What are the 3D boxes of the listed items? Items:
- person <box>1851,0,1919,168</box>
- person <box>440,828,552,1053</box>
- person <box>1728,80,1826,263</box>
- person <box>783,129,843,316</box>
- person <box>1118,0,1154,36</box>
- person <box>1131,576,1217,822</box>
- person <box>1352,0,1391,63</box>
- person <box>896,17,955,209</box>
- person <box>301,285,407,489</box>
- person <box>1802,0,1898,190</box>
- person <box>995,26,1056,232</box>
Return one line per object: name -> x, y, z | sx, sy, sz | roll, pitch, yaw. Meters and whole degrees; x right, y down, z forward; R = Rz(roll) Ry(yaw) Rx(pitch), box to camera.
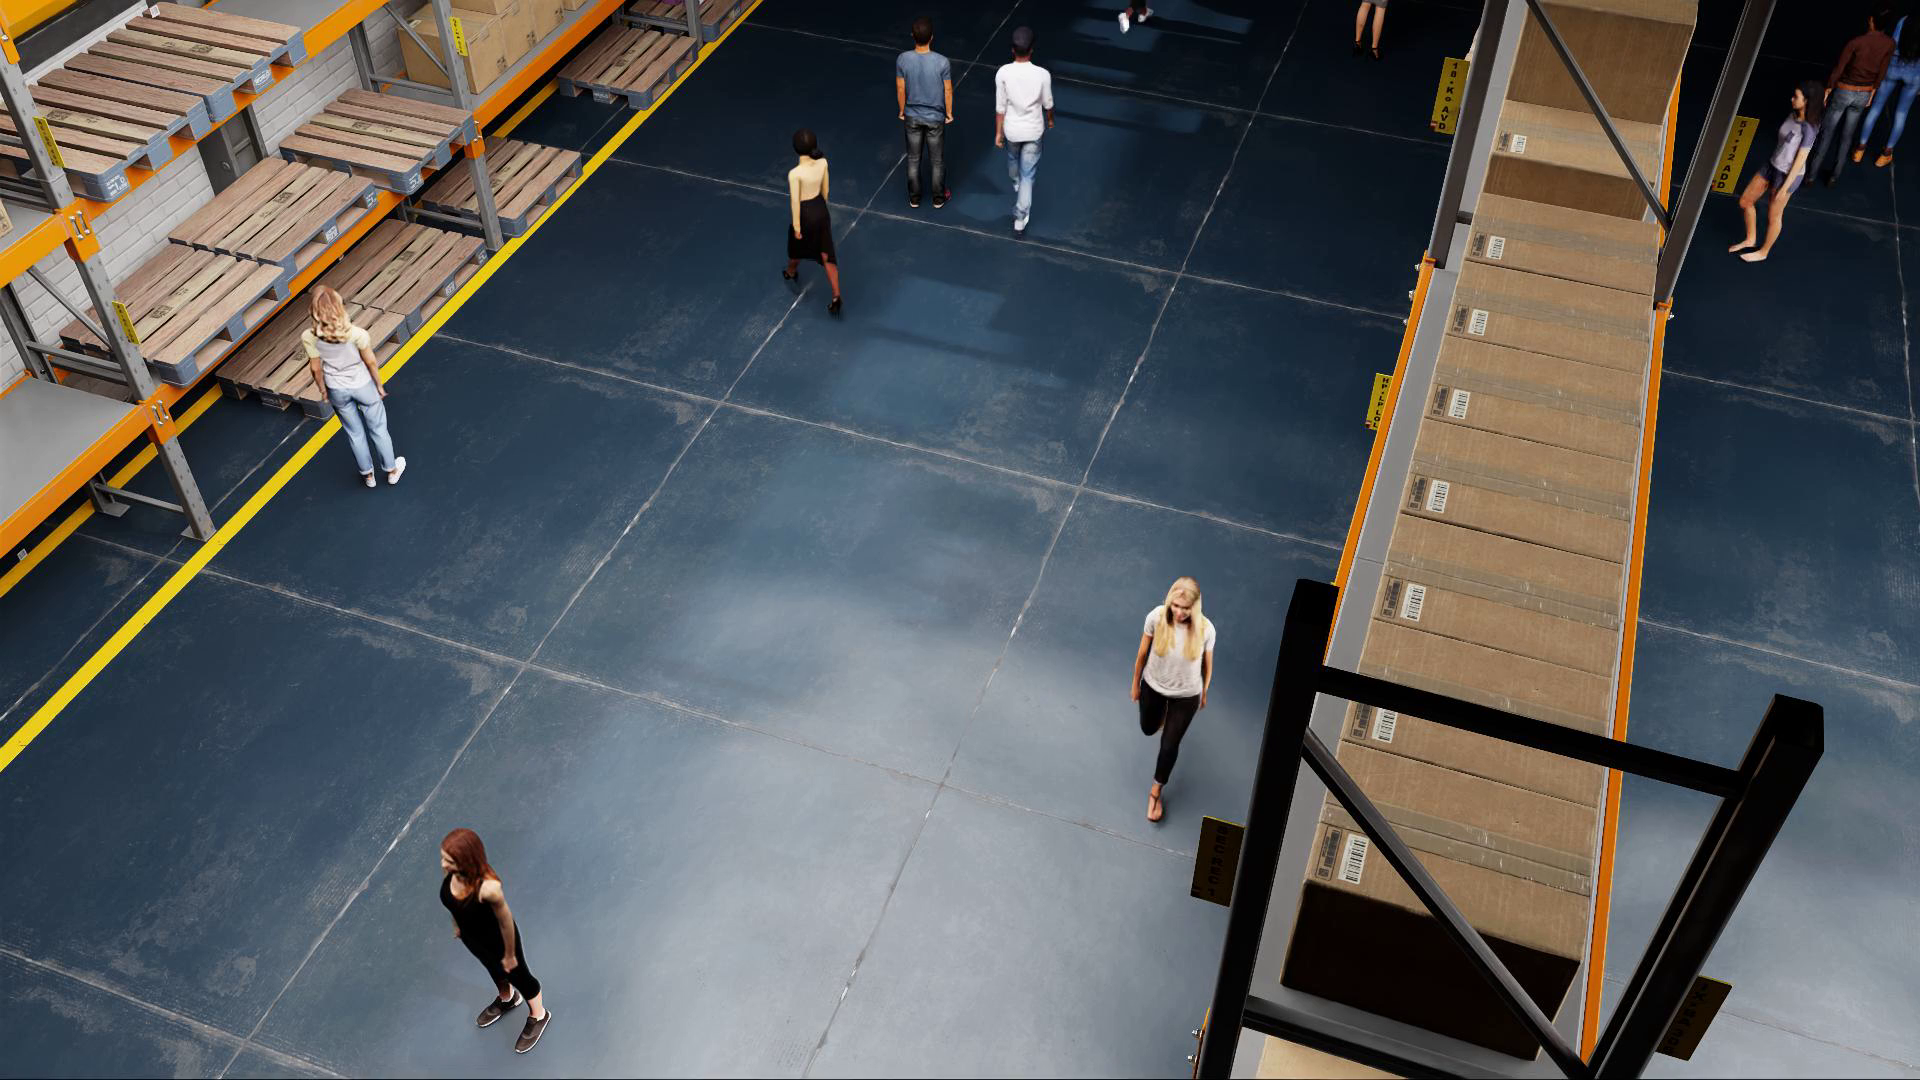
person -> 8.726, -4.283, 15.405 | 0.641, 1.712, 0.578 | 23, 48, 22
person -> -2.463, 2.067, 8.730 | 0.620, 1.726, 0.574 | 25, 49, 24
person -> 7.094, -3.121, 14.180 | 0.770, 1.720, 0.675 | -4, 44, -5
person -> -1.176, -2.582, 13.698 | 1.055, 1.604, 0.989 | -30, 51, -27
person -> 1.872, -6.116, 17.333 | 0.792, 1.708, 1.112 | 25, 49, 24
person -> 1.269, 0.834, 9.967 | 0.667, 1.805, 1.042 | 9, 44, 10
person -> 4.256, -5.744, 16.844 | 0.686, 1.843, 0.663 | 31, 52, 28
person -> -0.313, -3.793, 14.820 | 0.693, 1.810, 0.617 | 5, 44, 5
person -> -4.406, -1.098, 12.055 | 0.705, 1.722, 0.702 | -7, 44, -7
person -> 8.080, -4.023, 15.086 | 0.702, 1.778, 0.635 | 1, 44, 1
person -> 0.549, -3.564, 14.611 | 0.734, 1.766, 1.156 | 9, 44, 9
